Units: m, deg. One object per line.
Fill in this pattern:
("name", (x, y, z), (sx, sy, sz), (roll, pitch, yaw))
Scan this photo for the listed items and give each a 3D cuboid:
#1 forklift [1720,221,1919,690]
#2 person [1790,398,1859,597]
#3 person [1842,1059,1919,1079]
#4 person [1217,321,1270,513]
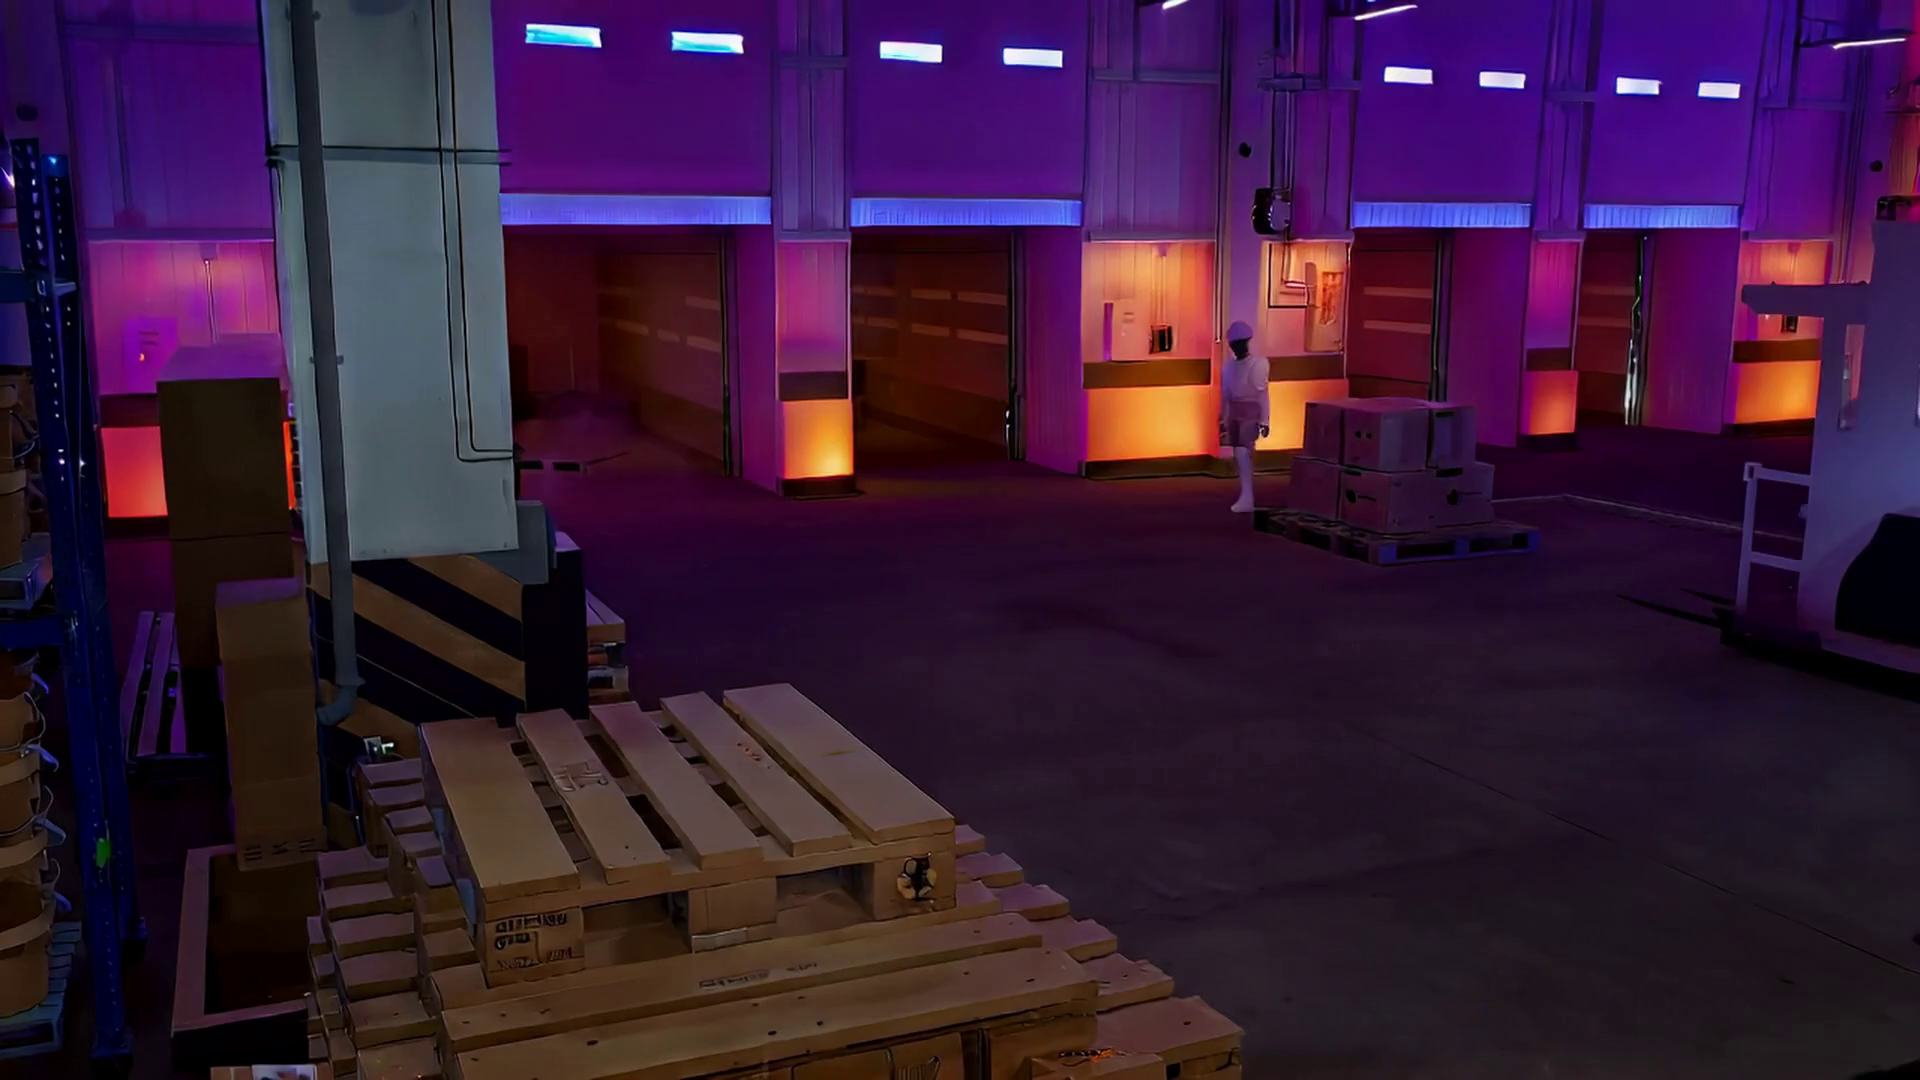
("forklift", (5.949, -0.550, 10.218), (1.129, 2.768, 1.873), (-4, 11, -23))
("person", (6.422, -0.230, 12.004), (0.528, 1.581, 0.900), (-5, 11, -25))
("person", (1.532, 1.373, 2.316), (0.713, 1.900, 0.517), (2, 10, 11))
("person", (2.794, -1.215, 16.533), (0.564, 1.913, 0.576), (-9, 13, -40))
